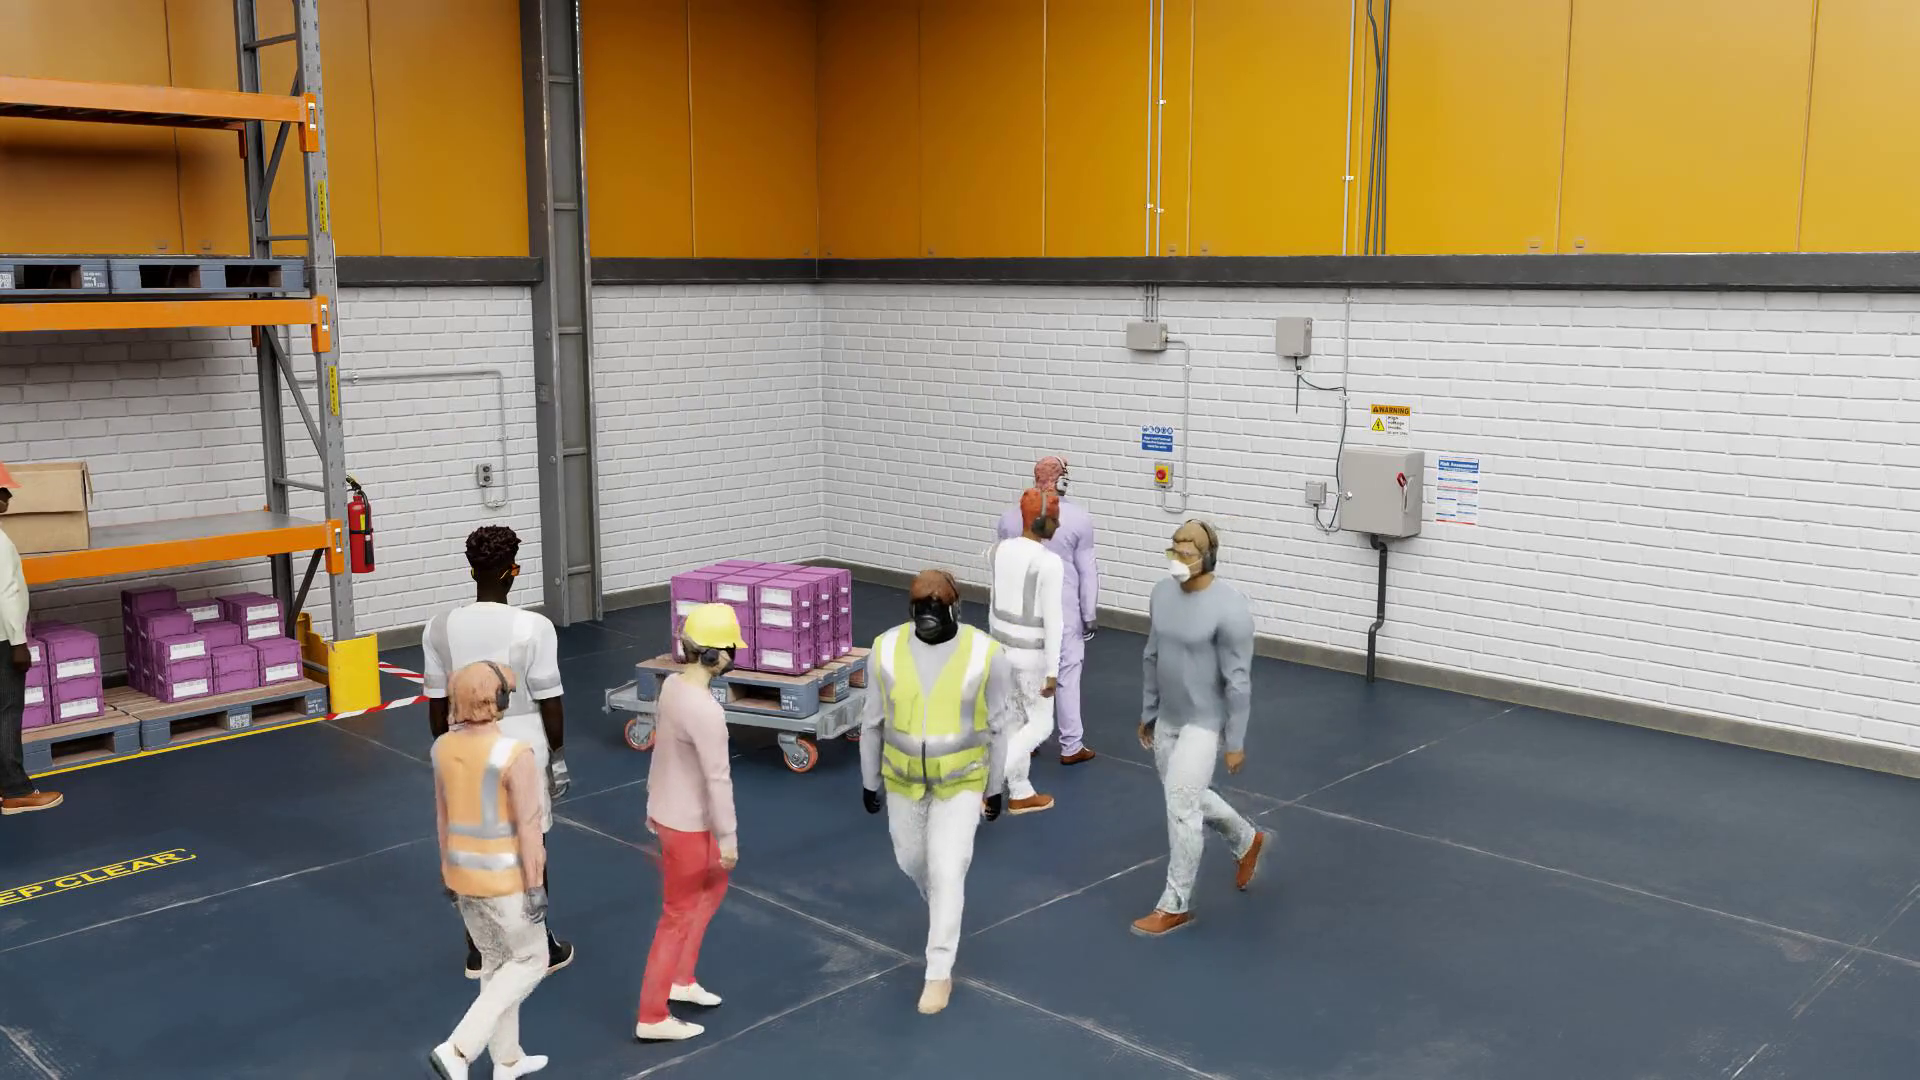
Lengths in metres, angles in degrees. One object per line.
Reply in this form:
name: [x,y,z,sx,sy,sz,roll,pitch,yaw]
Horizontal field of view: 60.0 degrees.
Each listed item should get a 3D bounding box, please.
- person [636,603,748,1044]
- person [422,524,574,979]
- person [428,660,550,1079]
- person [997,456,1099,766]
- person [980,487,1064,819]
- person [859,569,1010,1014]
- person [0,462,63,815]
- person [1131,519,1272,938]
person: [-1.087,1.108,6.574,0.528,1.731,0.566,-5,10,-26]
person: [-1.957,0.907,7.088,0.603,1.967,0.366,1,9,7]
person: [-1.746,1.250,6.024,0.532,1.615,0.501,7,11,35]
person: [0.560,0.431,10.214,0.639,1.902,0.406,4,10,25]
person: [0.299,0.641,9.034,0.620,1.867,0.587,-8,12,-40]
person: [-0.095,0.989,7.102,0.633,1.813,0.863,2,10,13]
person: [-5.382,0.533,9.295,0.609,1.995,0.375,7,11,36]
person: [1.152,0.833,7.703,0.840,1.918,0.627,-5,11,-29]
